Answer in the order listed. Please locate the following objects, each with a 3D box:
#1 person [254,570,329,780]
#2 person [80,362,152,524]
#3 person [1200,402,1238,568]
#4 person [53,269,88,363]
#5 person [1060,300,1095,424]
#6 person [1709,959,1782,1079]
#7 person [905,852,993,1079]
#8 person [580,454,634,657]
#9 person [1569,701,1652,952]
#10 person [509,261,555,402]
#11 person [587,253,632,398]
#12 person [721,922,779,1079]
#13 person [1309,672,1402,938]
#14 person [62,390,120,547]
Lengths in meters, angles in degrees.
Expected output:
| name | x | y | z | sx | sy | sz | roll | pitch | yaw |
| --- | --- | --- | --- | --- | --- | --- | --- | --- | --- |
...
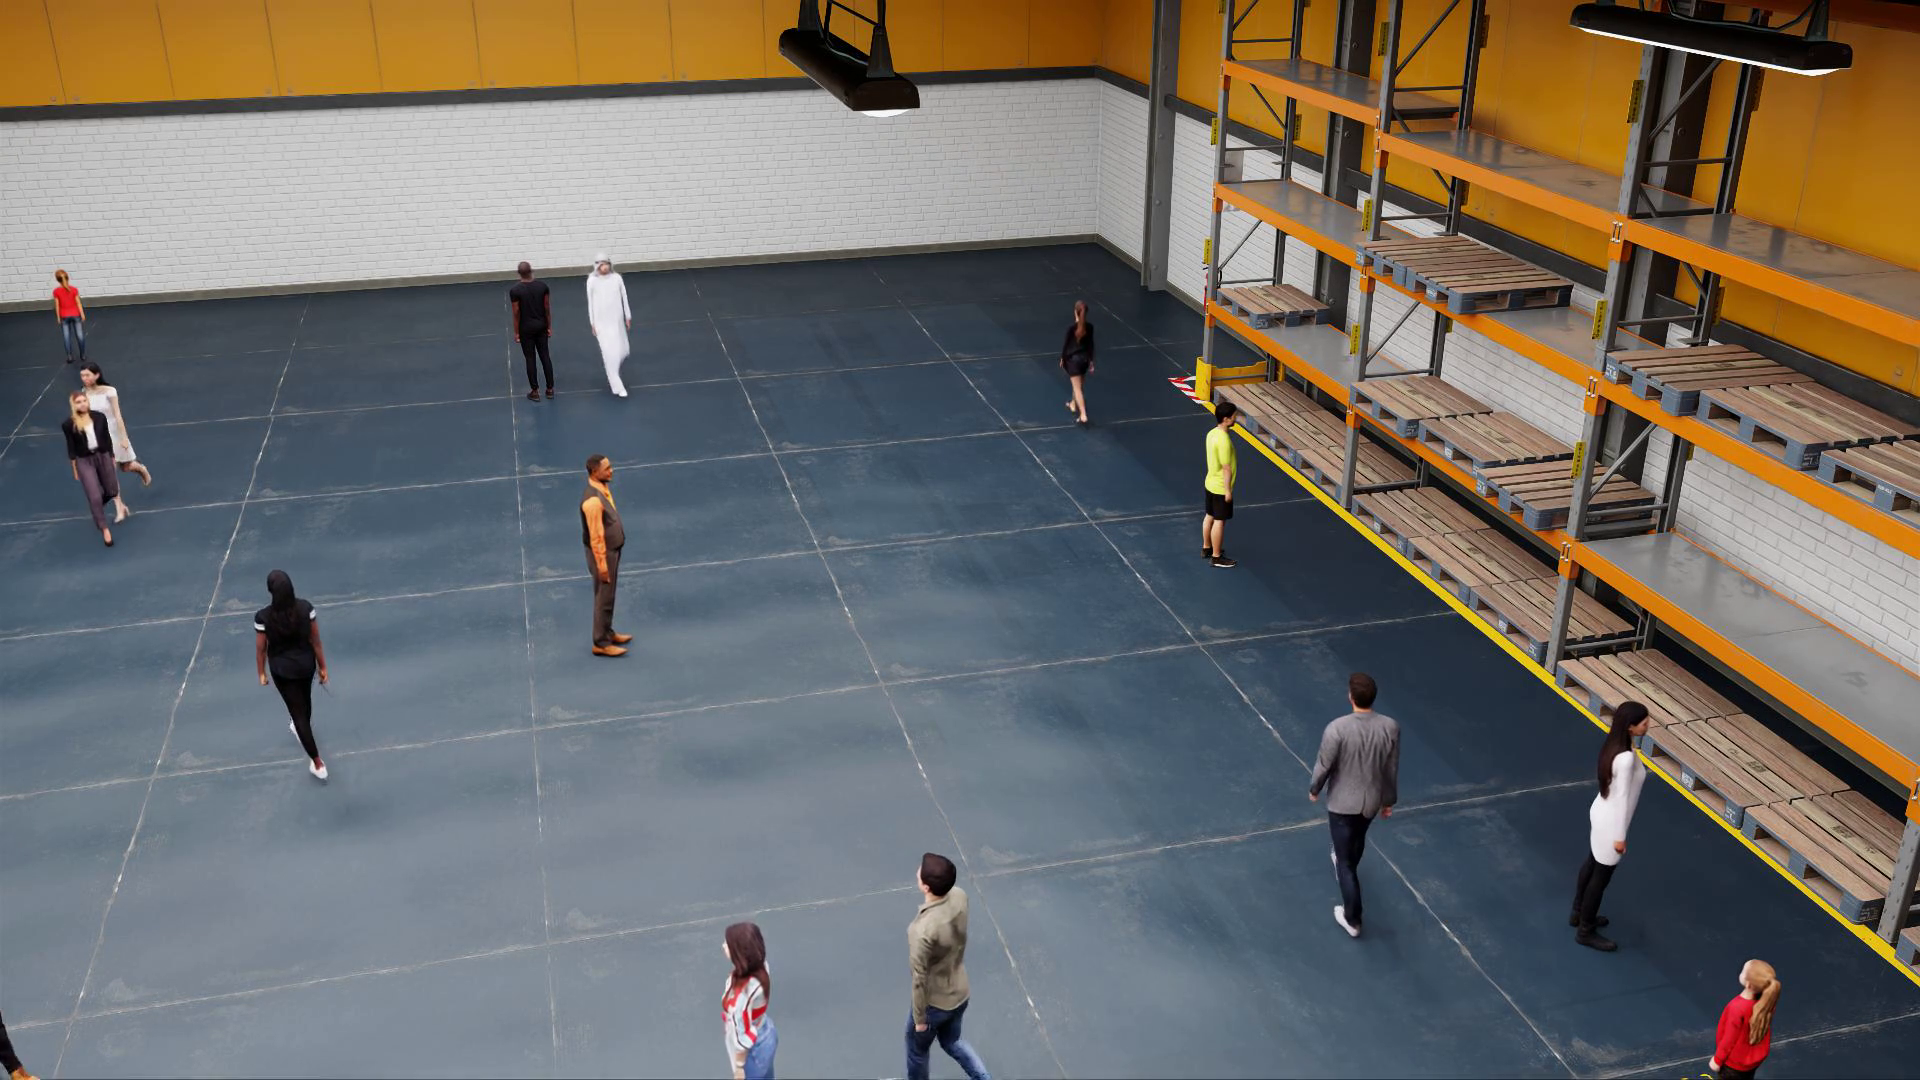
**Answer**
| name | x | y | z | sx | sy | sz | roll | pitch | yaw |
| --- | --- | --- | --- | --- | --- | --- | --- | --- | --- |
| person | -5.195 | 1.079 | 13.027 | 0.926 | 1.680 | 1.239 | -17 | 29 | -33 |
| person | -9.099 | -1.092 | 17.902 | 0.835 | 1.752 | 1.093 | 2 | 24 | 4 |
| person | 2.613 | -0.572 | 16.768 | 0.678 | 1.709 | 0.472 | -5 | 24 | -12 |
| person | -12.328 | -3.097 | 23.047 | 0.542 | 1.307 | 0.581 | -11 | 26 | -23 |
| person | 1.489 | -2.195 | 20.708 | 0.608 | 1.527 | 1.056 | -9 | 25 | -19 |
| person | 4.391 | 2.897 | 9.367 | 0.546 | 1.280 | 0.567 | -13 | 27 | -27 |
| person | -0.044 | 2.585 | 9.371 | 1.195 | 1.848 | 1.093 | 15 | 28 | 31 |
| person | -3.221 | 0.123 | 14.934 | 0.787 | 1.904 | 0.607 | -2 | 24 | -4 |
| person | 4.315 | 1.869 | 11.060 | 0.742 | 1.807 | 0.606 | 5 | 24 | 11 |
| person | -5.525 | -2.710 | 21.522 | 0.721 | 1.818 | 0.647 | -14 | 27 | -29 |
| person | -4.608 | -2.830 | 21.700 | 0.802 | 1.897 | 0.998 | -11 | 26 | -24 |
| person | -1.126 | 2.793 | 9.195 | 0.715 | 1.609 | 0.577 | 2 | 24 | 5 |
| person | 2.674 | 1.815 | 11.159 | 0.776 | 1.828 | 1.120 | -4 | 24 | -10 |
| person | -9.027 | -0.773 | 17.293 | 0.833 | 1.656 | 0.969 | -21 | 31 | -39 |
